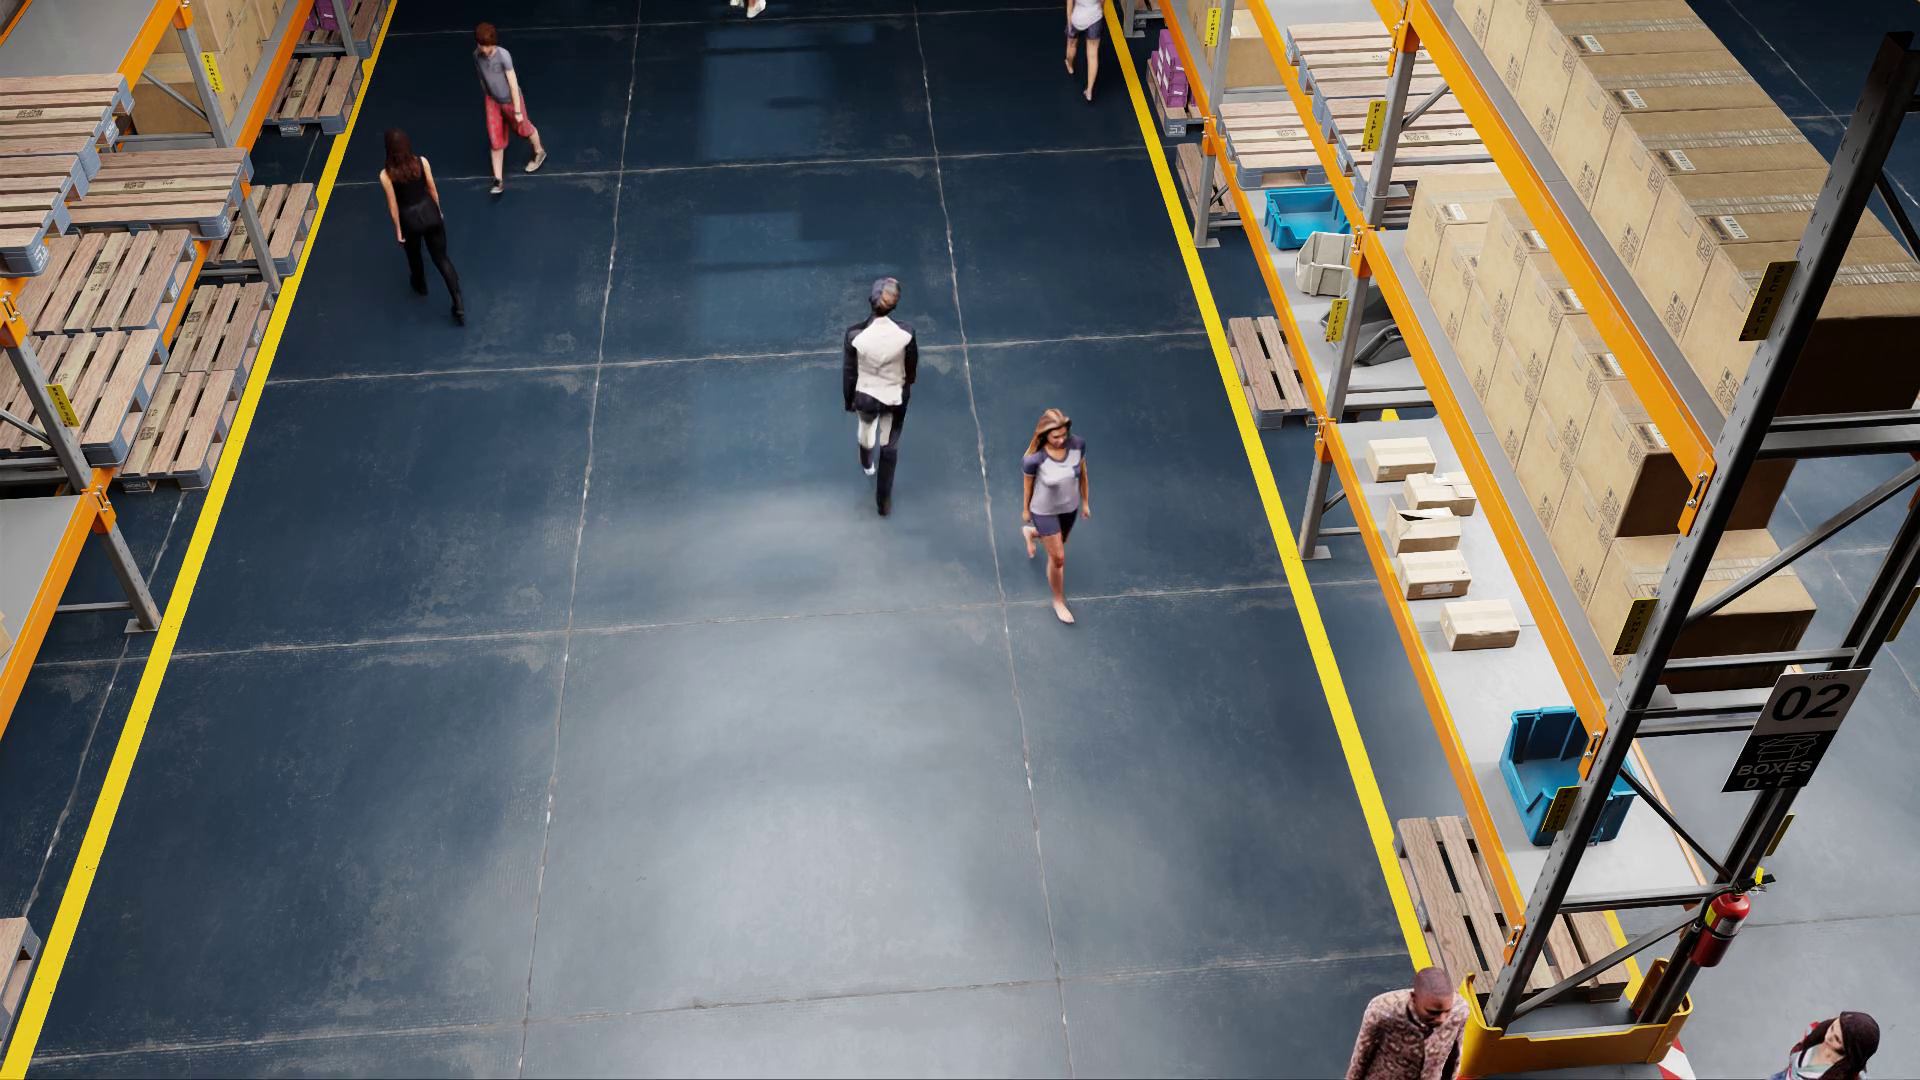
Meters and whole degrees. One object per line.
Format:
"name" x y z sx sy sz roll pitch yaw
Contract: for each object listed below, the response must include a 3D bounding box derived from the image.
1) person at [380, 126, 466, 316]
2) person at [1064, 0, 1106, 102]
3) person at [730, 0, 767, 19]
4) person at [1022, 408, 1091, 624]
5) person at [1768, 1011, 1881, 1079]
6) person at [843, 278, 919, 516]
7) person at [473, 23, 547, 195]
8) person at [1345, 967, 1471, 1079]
"person" -4.377 -2.560 13.583 0.960 1.652 1.175 -25 49 -24
"person" 1.246 -5.068 16.313 0.553 1.518 1.007 -3 44 -3
"person" -2.265 -6.347 17.420 0.843 1.845 0.909 18 46 18
"person" 0.593 -0.264 11.145 0.876 1.692 1.133 -19 47 -19
"person" 4.148 2.765 8.053 0.667 1.570 0.972 -4 44 -4
"person" -0.550 -0.949 11.742 0.735 1.859 0.962 -1 44 -1
"person" -4.102 -4.020 15.147 0.888 1.610 1.208 15 46 15
"person" 2.133 2.559 8.106 0.692 1.797 0.966 -4 44 -4
